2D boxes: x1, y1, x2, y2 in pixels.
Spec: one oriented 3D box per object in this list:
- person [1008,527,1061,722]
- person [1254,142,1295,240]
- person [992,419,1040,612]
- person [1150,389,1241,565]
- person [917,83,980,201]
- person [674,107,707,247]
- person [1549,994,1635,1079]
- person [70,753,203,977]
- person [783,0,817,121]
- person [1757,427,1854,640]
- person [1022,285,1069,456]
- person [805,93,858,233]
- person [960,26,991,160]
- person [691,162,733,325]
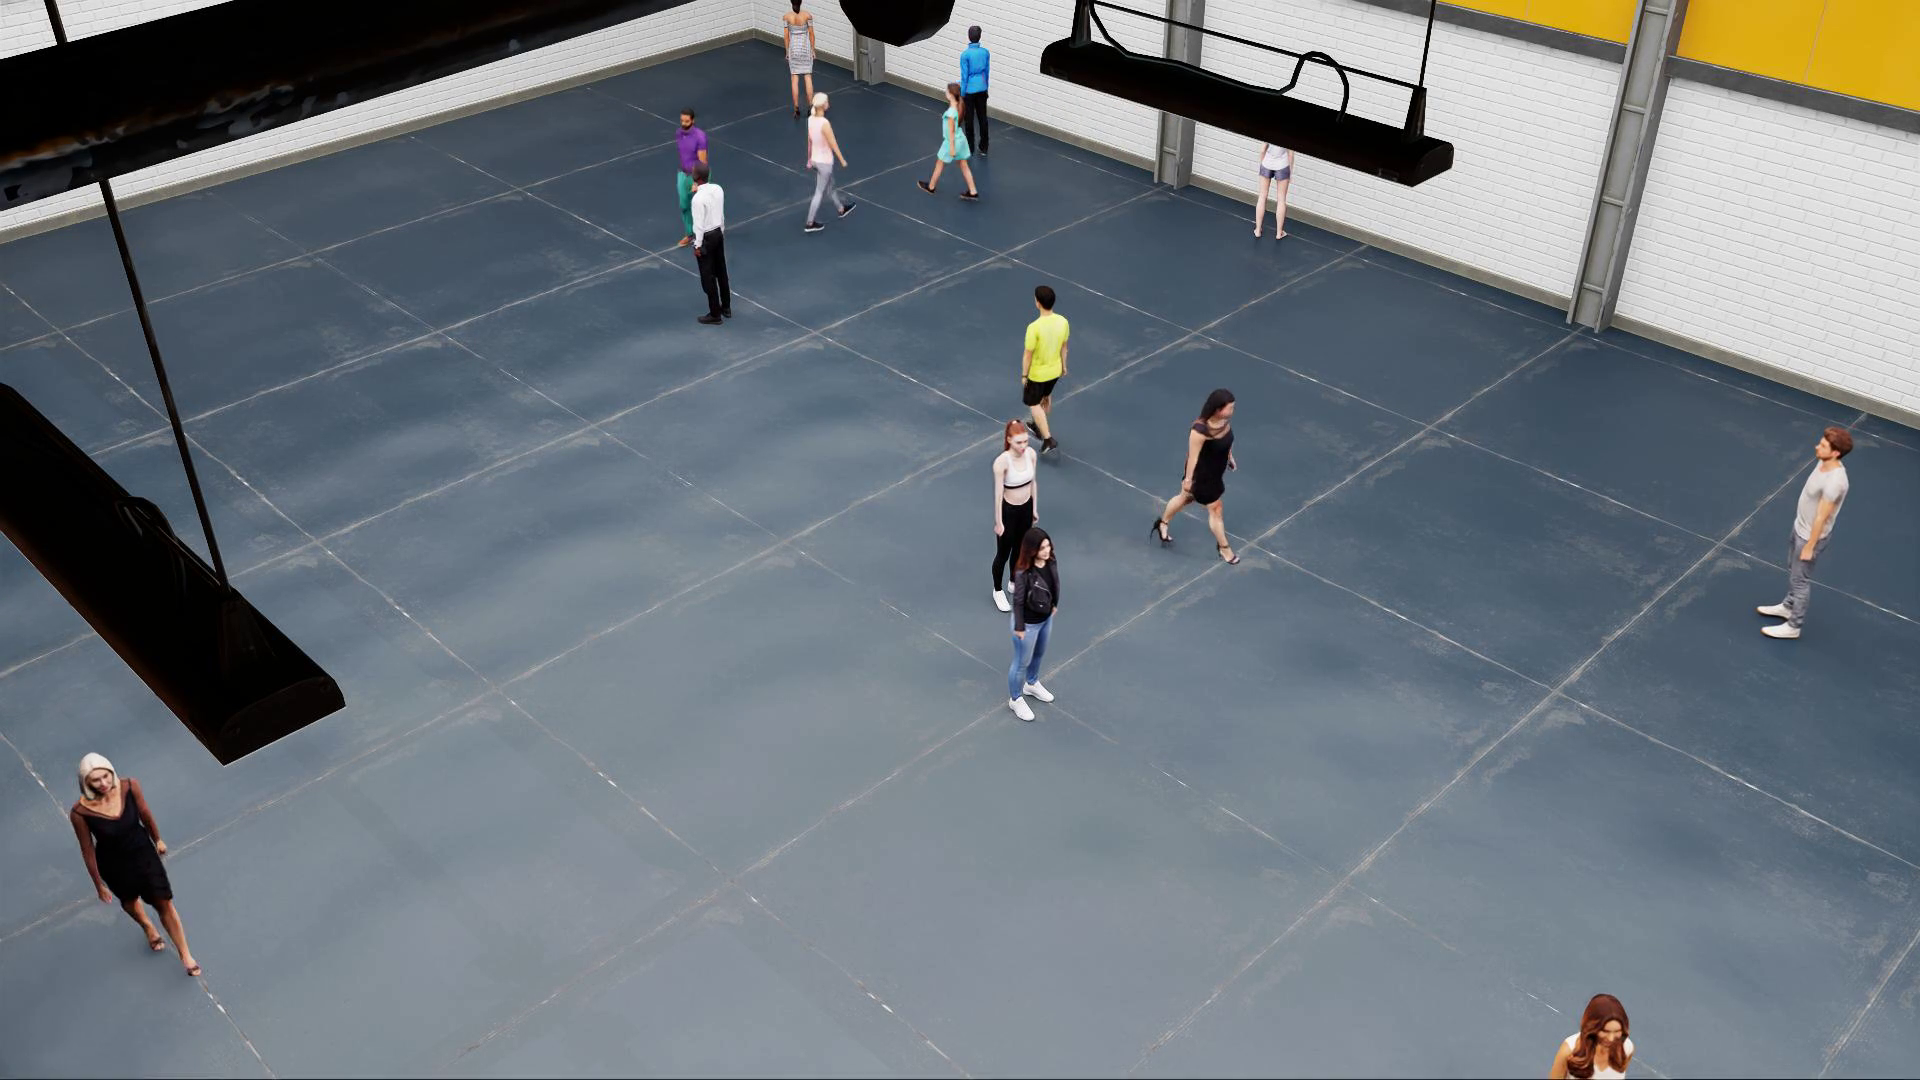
[{"bbox_3d":[0.562,0.605,12.680,0.581,1.633,0.656,23,40,31],"label":"person"},{"bbox_3d":[3.849,-4.551,20.318,0.613,1.766,0.720,11,35,16],"label":"person"},{"bbox_3d":[0.450,-0.220,13.824,0.616,1.742,0.549,-22,39,-29],"label":"person"},{"bbox_3d":[2.026,-0.578,14.435,1.153,1.662,0.885,16,37,23],"label":"person"},{"bbox_3d":[-0.004,-5.064,21.322,1.125,1.509,0.747,16,37,23],"label":"person"},{"bbox_3d":[-3.167,-4.380,20.078,0.797,1.747,0.795,22,40,30],"label":"person"},{"bbox_3d":[3.272,3.055,8.857,0.680,1.784,0.717,-4,34,-6],"label":"person"},{"bbox_3d":[-5.304,1.983,10.531,0.649,1.718,0.910,-27,42,-34],"label":"person"},{"bbox_3d":[-2.296,-6.963,23.896,0.675,1.822,0.730,-1,34,-1],"label":"person"},{"bbox_3d":[6.892,-0.063,13.451,0.713,1.892,0.721,9,35,13],"label":"person"},{"bbox_3d":[0.836,-1.617,15.975,0.789,1.687,1.039,-19,38,-26],"label":"person"},{"bbox_3d":[-1.757,-4.599,20.463,0.738,1.685,1.038,-22,39,-29],"label":"person"},{"bbox_3d":[0.202,-6.099,22.620,0.664,1.794,0.608,-19,38,-26],"label":"person"},{"bbox_3d":[-2.764,-3.279,18.341,0.630,1.835,0.703,17,37,23],"label":"person"}]
